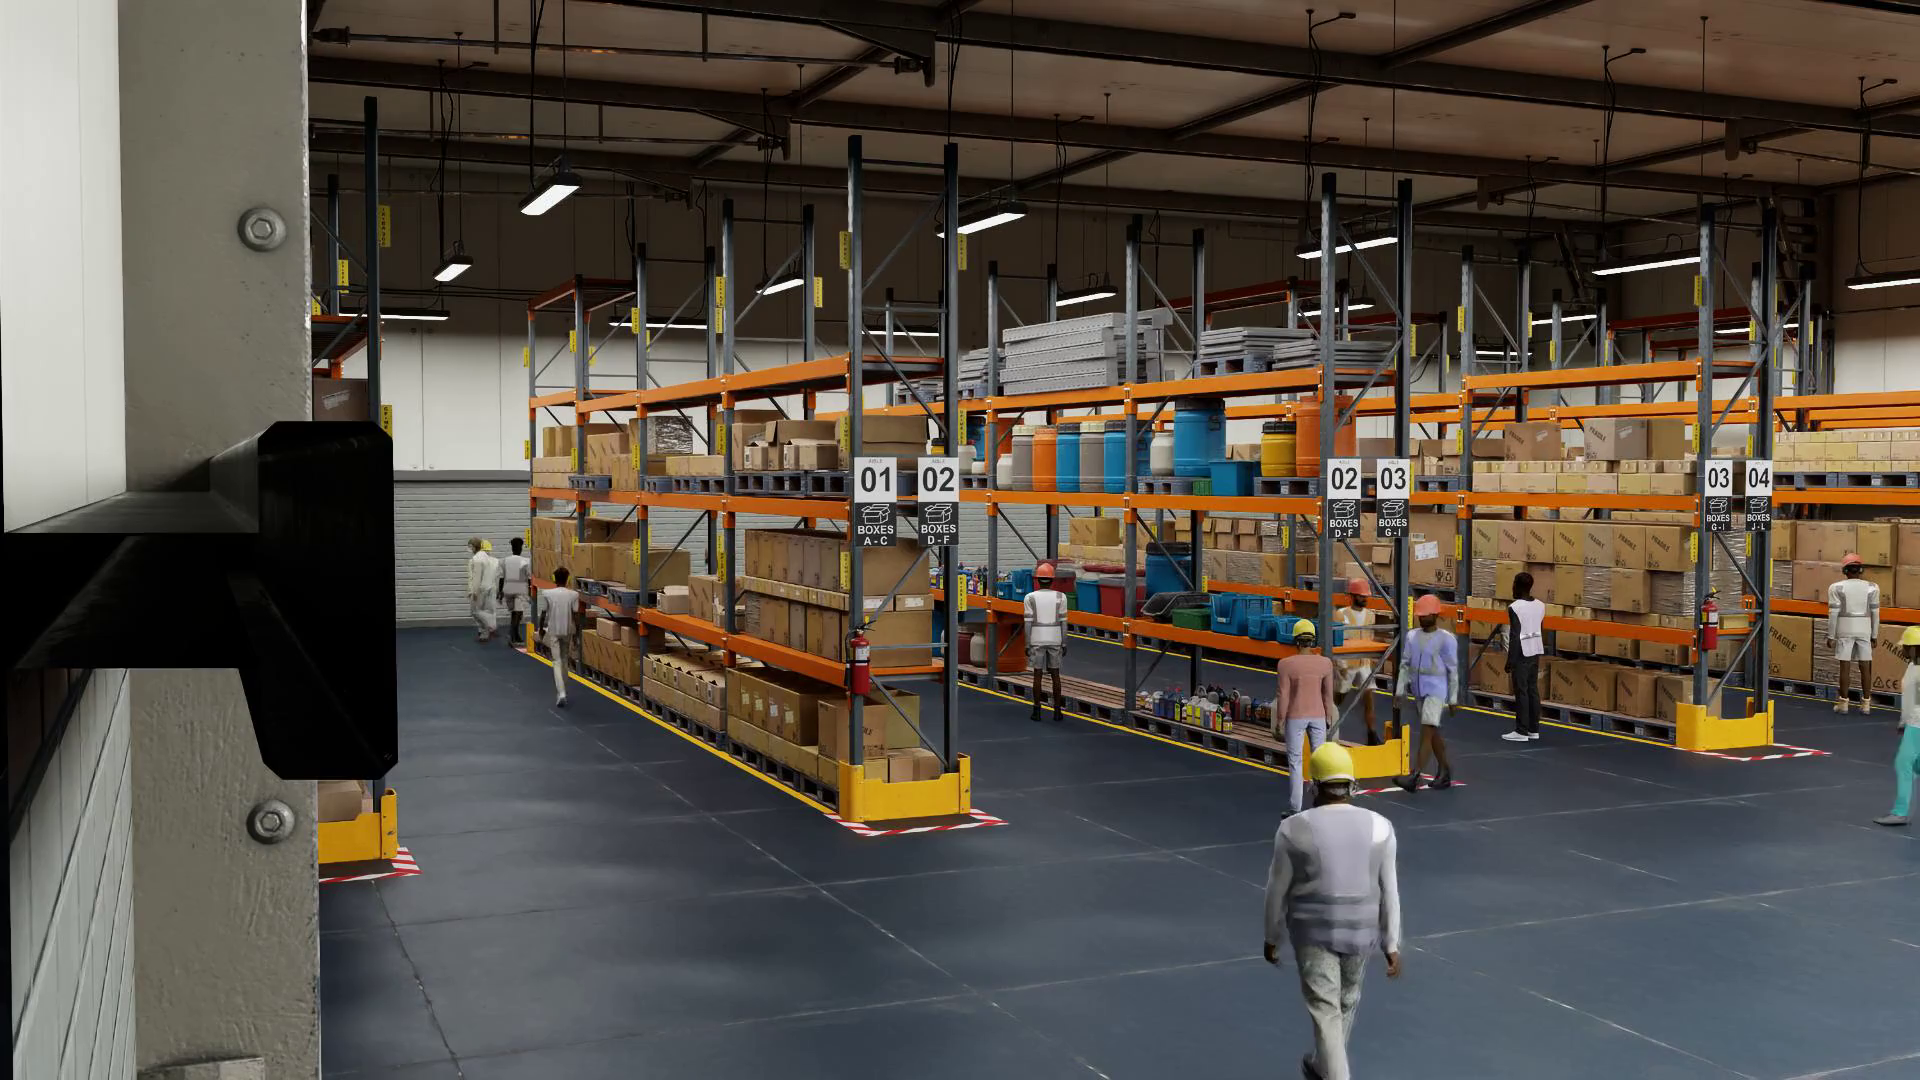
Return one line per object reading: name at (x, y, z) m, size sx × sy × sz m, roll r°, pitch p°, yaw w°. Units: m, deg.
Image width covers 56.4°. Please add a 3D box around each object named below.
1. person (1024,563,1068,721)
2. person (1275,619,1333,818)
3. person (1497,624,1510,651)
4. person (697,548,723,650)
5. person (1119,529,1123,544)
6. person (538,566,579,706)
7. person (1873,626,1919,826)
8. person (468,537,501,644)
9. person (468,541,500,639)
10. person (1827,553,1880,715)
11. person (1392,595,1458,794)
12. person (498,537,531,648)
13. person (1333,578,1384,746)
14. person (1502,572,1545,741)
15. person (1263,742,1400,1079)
person at (1.059, 1.255, 22.136) m, size 0.544 × 1.939 × 0.354 m, roll 0°, pitch 2°, yaw -1°
person at (3.035, 1.582, 15.823) m, size 0.530 × 1.767 × 0.328 m, roll 0°, pitch 2°, yaw -11°
person at (8.013, 1.247, 26.165) m, size 0.518 × 1.639 × 0.312 m, roll -2°, pitch 3°, yaw -39°
person at (-3.497, 1.078, 25.732) m, size 0.616 × 2.024 × 0.845 m, roll -1°, pitch 2°, yaw -20°
person at (3.523, 0.662, 39.460) m, size 0.847 × 1.795 × 0.607 m, roll -2°, pitch 3°, yaw -41°
person at (-5.287, 1.253, 23.678) m, size 0.520 × 1.830 × 0.959 m, roll -1°, pitch 2°, yaw -25°
person at (8.362, 1.606, 15.513) m, size 0.741 × 1.739 × 0.528 m, roll 1°, pitch 2°, yaw 20°
person at (-8.456, 0.899, 31.780) m, size 0.533 × 1.913 × 0.651 m, roll 0°, pitch 2°, yaw 3°
person at (-8.638, 0.919, 32.642) m, size 0.623 × 1.794 × 0.884 m, roll -1°, pitch 2°, yaw -27°
person at (11.318, 1.186, 22.722) m, size 0.605 × 2.034 × 0.389 m, roll 0°, pitch 2°, yaw 11°
person at (4.441, 1.470, 17.169) m, size 0.962 × 1.884 × 0.551 m, roll -1°, pitch 3°, yaw -34°
person at (-7.794, 0.909, 31.346) m, size 0.614 × 1.936 × 0.922 m, roll 0°, pitch 2°, yaw 10°
person at (4.394, 1.362, 20.056) m, size 0.547 × 1.895 × 0.995 m, roll -1°, pitch 2°, yaw -18°
person at (6.455, 1.327, 20.475) m, size 0.591 × 1.922 × 0.390 m, roll -2°, pitch 3°, yaw -41°
person at (1.758, 1.856, 8.533) m, size 0.612 × 1.780 × 0.968 m, roll 0°, pitch 2°, yaw -9°
